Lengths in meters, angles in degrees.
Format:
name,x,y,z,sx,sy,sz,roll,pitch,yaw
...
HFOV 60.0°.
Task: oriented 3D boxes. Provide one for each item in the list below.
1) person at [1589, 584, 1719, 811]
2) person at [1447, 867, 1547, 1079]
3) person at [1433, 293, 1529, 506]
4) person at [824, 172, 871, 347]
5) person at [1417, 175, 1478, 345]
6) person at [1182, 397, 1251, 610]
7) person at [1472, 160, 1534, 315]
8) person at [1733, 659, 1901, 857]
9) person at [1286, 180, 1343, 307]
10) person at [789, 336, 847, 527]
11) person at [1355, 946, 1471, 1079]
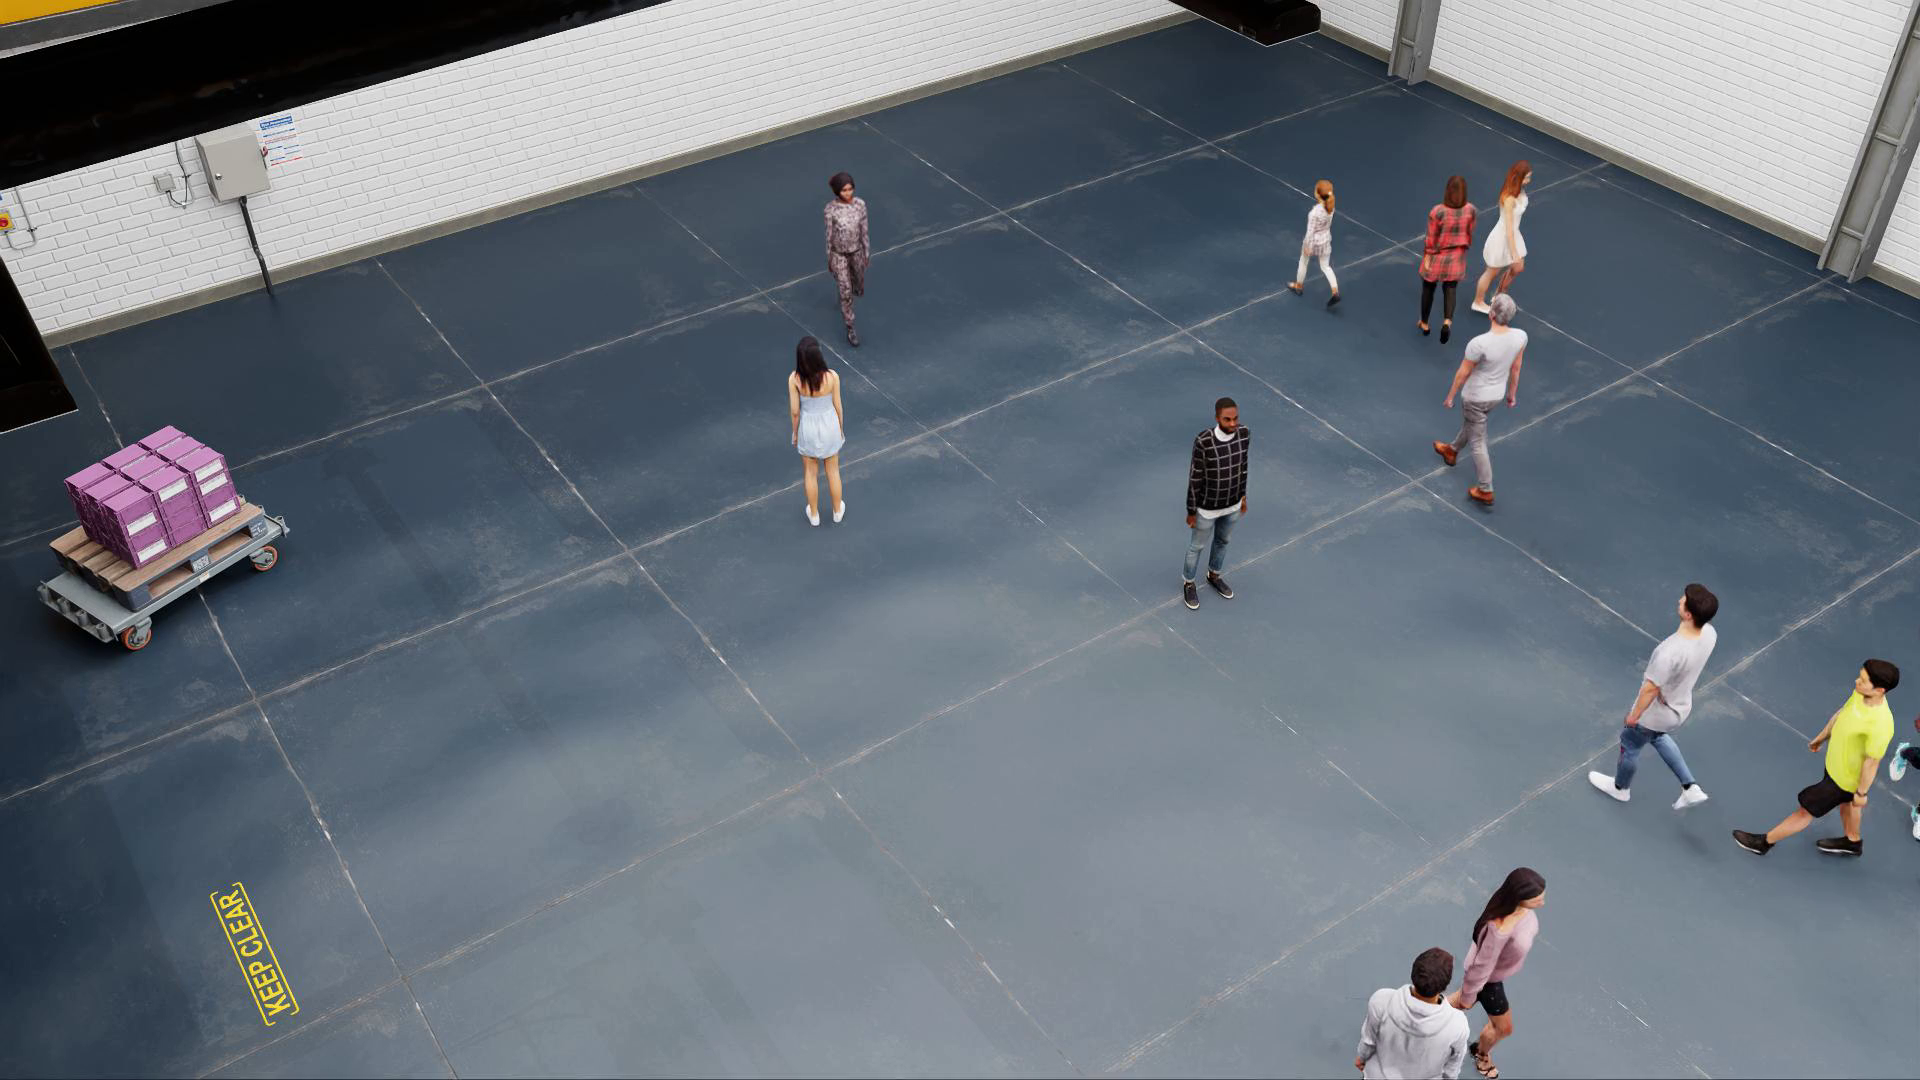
name,x,y,z,sx,sy,sz,roll,pitch,yaw
person,4.616,1.098,10.758,0.709,1.868,0.974,-26,45,-29
person,2.838,2.380,9.220,0.860,1.784,0.859,18,42,21
person,4.323,-1.115,13.595,0.884,1.786,1.239,-13,41,-16
person,-1.084,-2.687,15.634,0.752,1.697,0.978,-10,40,-12
person,4.535,-2.570,15.497,0.897,1.685,1.002,0,39,1
person,1.933,-0.313,12.563,0.713,1.821,0.618,-15,41,-18
person,5.111,-2.882,15.891,0.730,1.683,0.681,22,43,25
person,5.680,1.438,10.500,1.167,1.659,1.075,8,39,10
person,3.538,-2.877,16.199,0.556,1.290,0.921,-22,43,-25
person,-1.142,-0.875,13.340,0.668,1.729,0.670,-6,39,-7
person,2.295,2.782,8.600,0.746,1.931,0.838,12,40,14
